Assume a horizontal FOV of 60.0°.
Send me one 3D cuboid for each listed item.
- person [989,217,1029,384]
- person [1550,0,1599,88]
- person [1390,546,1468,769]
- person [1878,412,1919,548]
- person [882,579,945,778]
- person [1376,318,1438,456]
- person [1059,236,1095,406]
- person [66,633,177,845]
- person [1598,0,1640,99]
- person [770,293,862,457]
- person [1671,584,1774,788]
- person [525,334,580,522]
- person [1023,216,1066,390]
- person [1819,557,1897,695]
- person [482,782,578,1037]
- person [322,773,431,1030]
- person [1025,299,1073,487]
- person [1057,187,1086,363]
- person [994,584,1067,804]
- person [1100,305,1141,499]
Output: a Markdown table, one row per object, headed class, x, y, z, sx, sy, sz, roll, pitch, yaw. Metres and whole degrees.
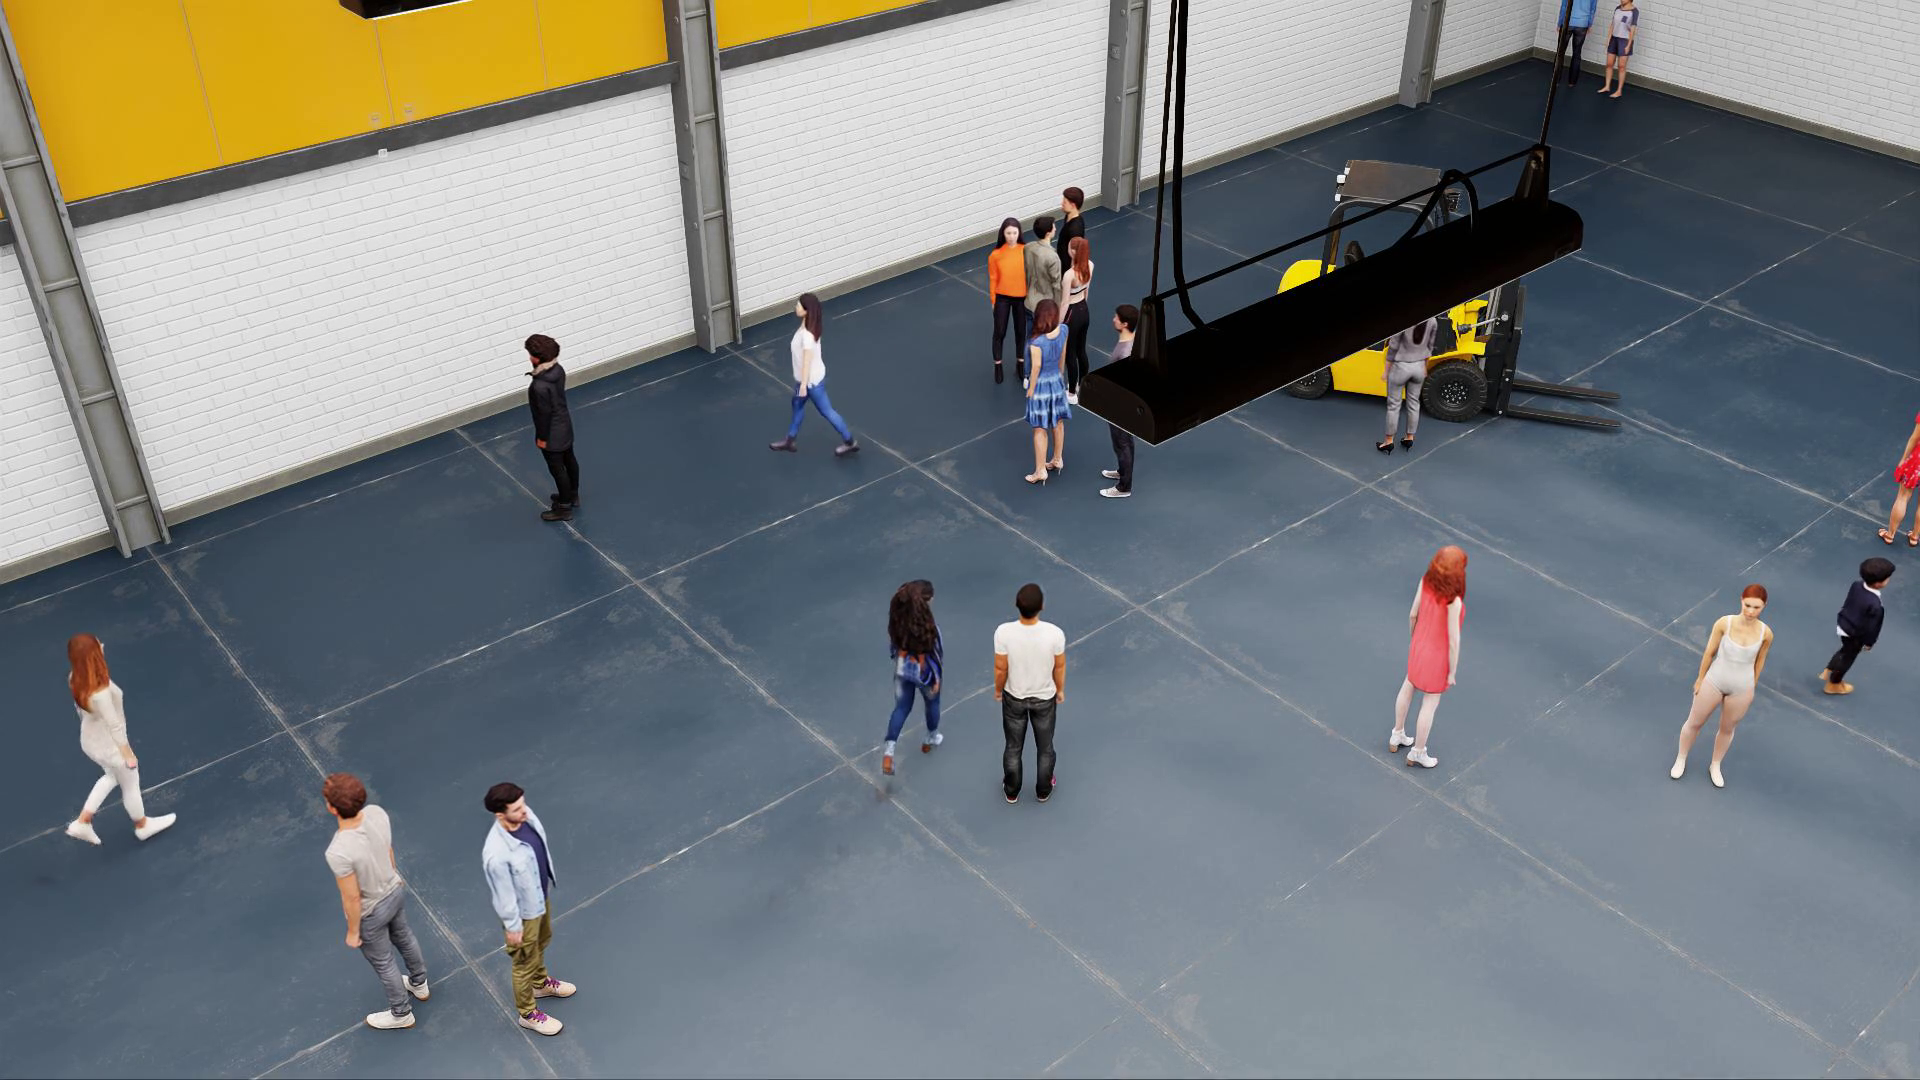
| class | x | y | z | sx | sy | sz | roll | pitch | yaw |
| --- | --- | --- | --- | --- | --- | --- | --- | --- | --- |
| person | 0.511 | -2.419 | 16.695 | 0.658 | 1.749 | 0.763 | -5 | 34 | -7 |
| person | 9.028 | -7.589 | 24.408 | 0.745 | 1.820 | 0.776 | 7 | 34 | 11 |
| person | 3.320 | 0.816 | 11.757 | 0.605 | 1.826 | 0.656 | -14 | 36 | -20 |
| person | 8.241 | -0.661 | 14.190 | 0.669 | 1.593 | 0.711 | 7 | 34 | 10 |
| person | -0.352 | 0.980 | 11.717 | 0.834 | 1.597 | 1.056 | 16 | 37 | 23 |
| person | 4.154 | -1.569 | 15.481 | 0.666 | 1.677 | 0.770 | -7 | 34 | -11 |
| person | 1.139 | -2.165 | 16.319 | 0.682 | 1.741 | 0.519 | 25 | 41 | 32 |
| person | -5.723 | 1.396 | 11.004 | 0.693 | 1.694 | 0.919 | 25 | 41 | 33 |
| person | 9.596 | -7.246 | 24.126 | 0.564 | 1.561 | 0.607 | -18 | 38 | -25 |
| person | -1.277 | -1.458 | 15.345 | 1.162 | 1.642 | 1.060 | 1 | 34 | 1 |
| person | 5.365 | 1.003 | 11.641 | 0.614 | 1.644 | 0.635 | 10 | 35 | 14 |
| person | -3.540 | -0.995 | 14.522 | 0.793 | 1.781 | 0.722 | 6 | 34 | 9 |
| person | 0.796 | -2.317 | 16.437 | 0.579 | 1.864 | 0.715 | -22 | 39 | -29 |
| person | 6.715 | 0.651 | 12.556 | 0.624 | 1.217 | 0.583 | -2 | 34 | -3 |
| person | -2.567 | 2.133 | 9.790 | 0.807 | 1.811 | 0.732 | 5 | 34 | 7 |
| person | -3.427 | 2.113 | 9.741 | 0.809 | 1.898 | 0.703 | 9 | 35 | 13 |
| person | 0.771 | -1.341 | 15.022 | 0.756 | 1.805 | 0.553 | 26 | 42 | 34 |
| person | 1.146 | -2.745 | 17.083 | 0.799 | 1.861 | 0.774 | -2 | 34 | -3 |
| person | 0.473 | 1.056 | 11.417 | 0.704 | 1.804 | 0.776 | 1 | 34 | 2 |
| person | 1.470 | -1.252 | 14.844 | 0.808 | 1.853 | 0.712 | 7 | 34 | 10 |
